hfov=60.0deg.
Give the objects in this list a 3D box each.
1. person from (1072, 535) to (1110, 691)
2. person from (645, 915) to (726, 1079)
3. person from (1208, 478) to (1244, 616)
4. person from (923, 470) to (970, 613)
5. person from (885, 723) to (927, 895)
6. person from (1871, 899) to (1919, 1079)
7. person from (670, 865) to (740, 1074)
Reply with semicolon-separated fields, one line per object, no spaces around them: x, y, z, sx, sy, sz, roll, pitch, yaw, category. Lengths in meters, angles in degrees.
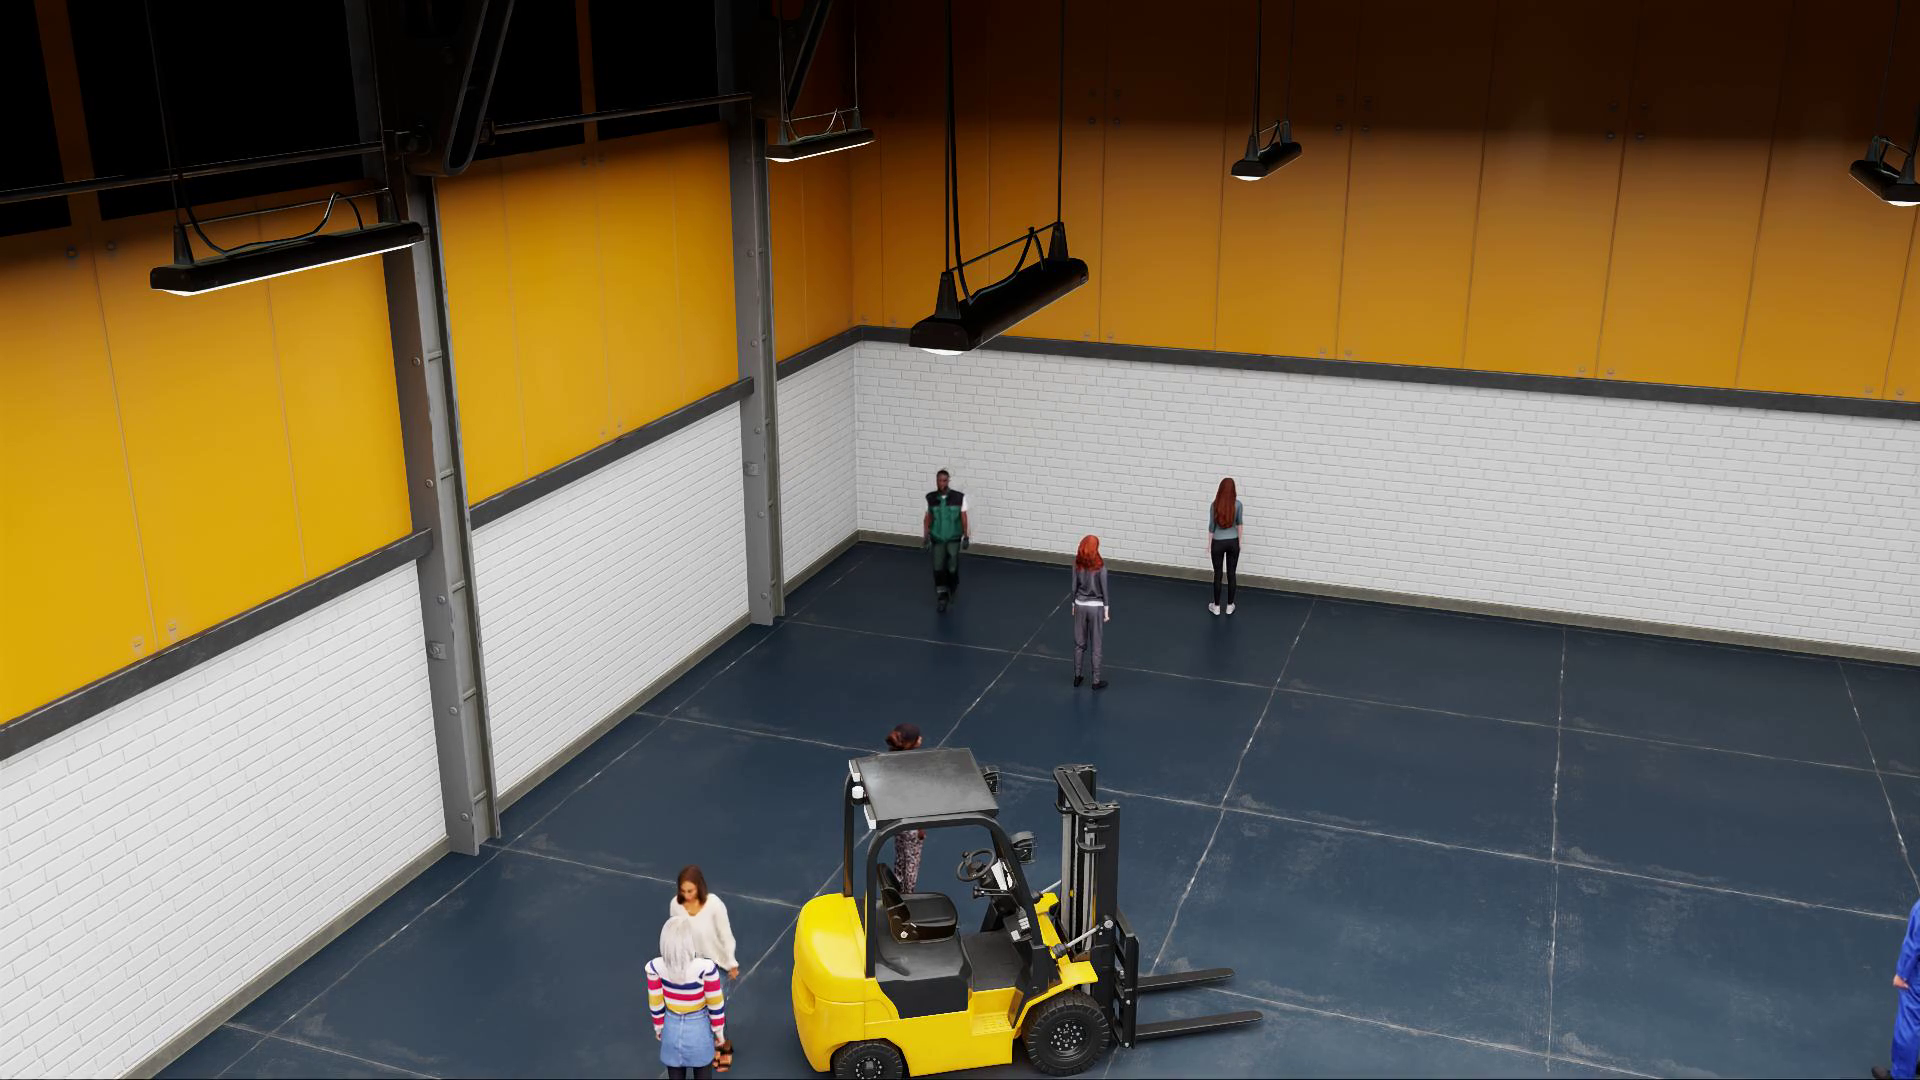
1.423;0.786;18.292;0.599;1.780;0.537;9;21;26;person
-1.793;3.252;10.924;0.701;1.809;0.610;2;19;6;person
3.265;0.070;20.475;0.648;1.743;0.652;0;19;-1;person
-0.165;-0.015;20.600;0.790;1.825;0.814;3;19;7;person
-0.434;2.309;13.874;0.735;1.714;0.673;-8;20;-23;person
6.796;3.009;11.620;0.778;1.825;0.811;-7;20;-20;person
-1.764;2.999;11.917;0.662;1.655;0.606;7;20;19;person
